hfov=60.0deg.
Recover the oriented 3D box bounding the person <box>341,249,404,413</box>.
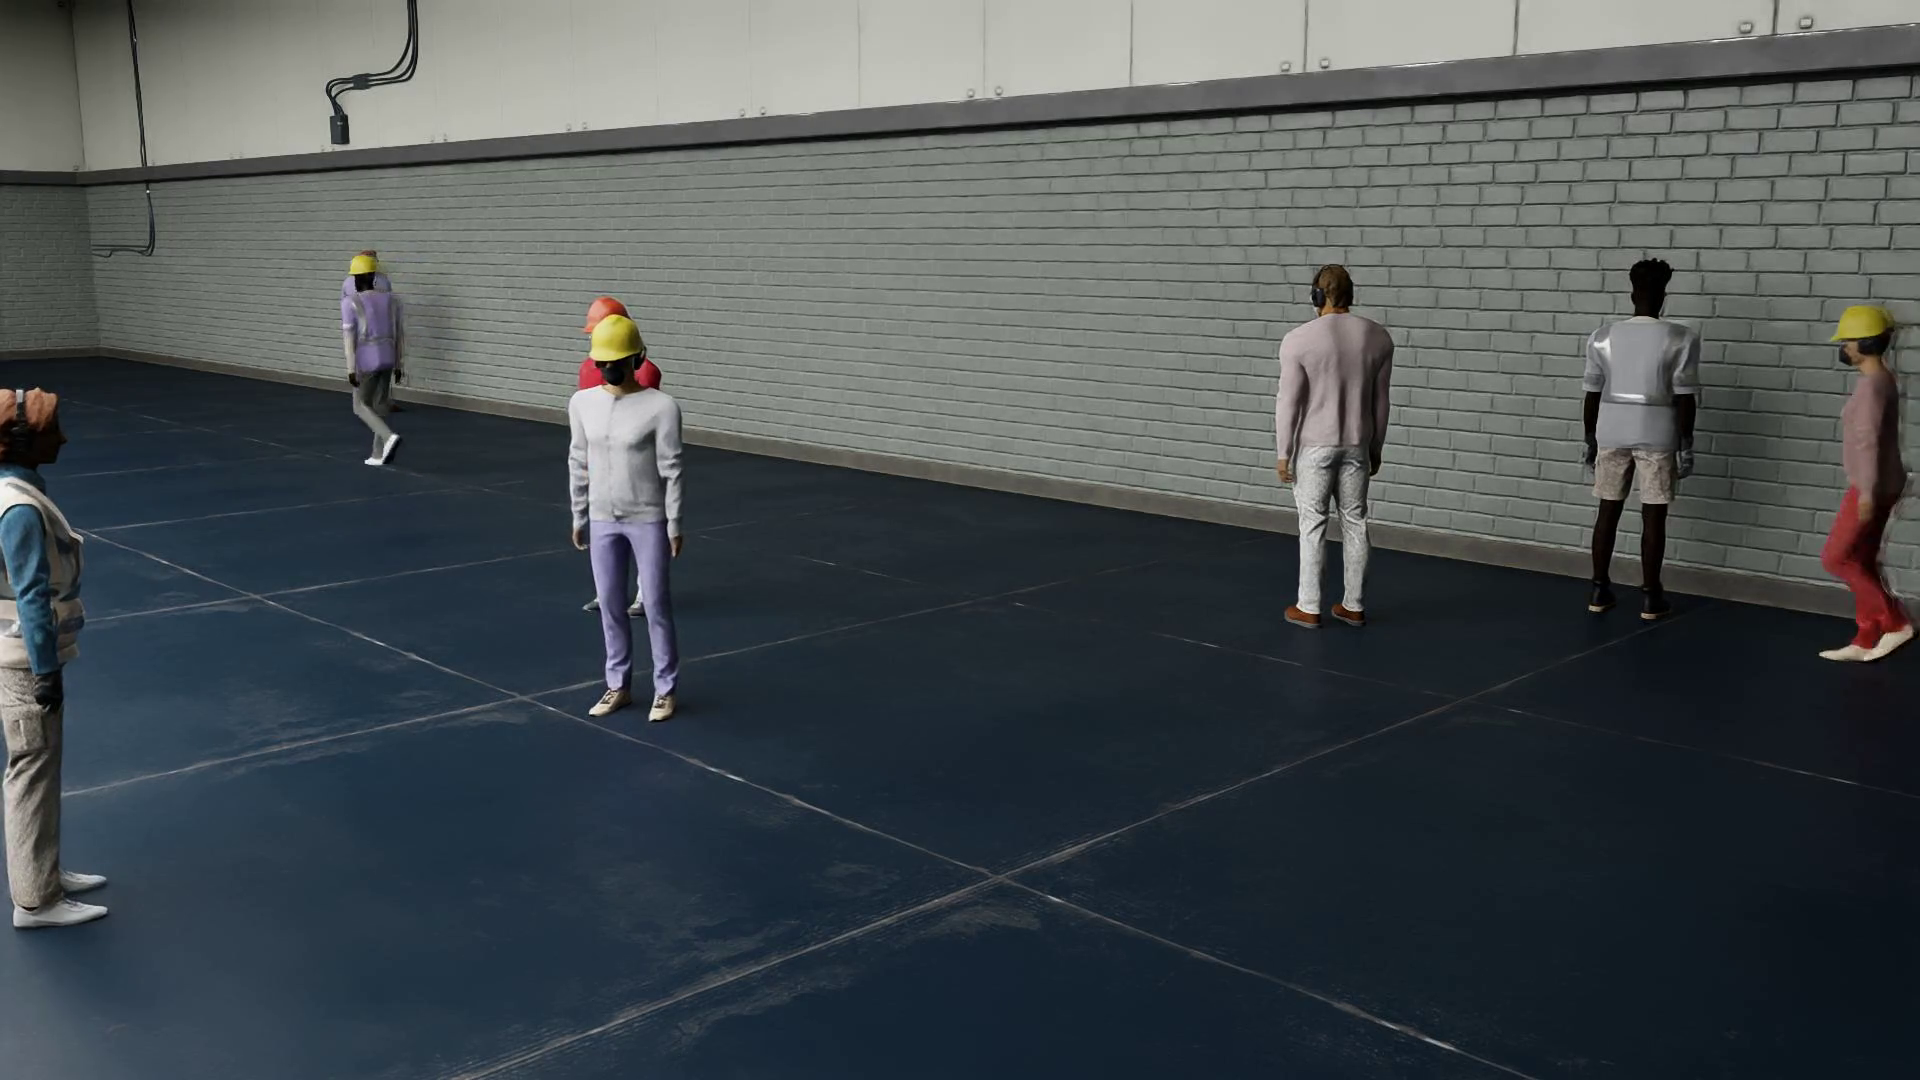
[{"bbox_3d":[-6.873,-2.437,19.496,0.638,1.911,0.402,3,11,14],"label":"person"}]

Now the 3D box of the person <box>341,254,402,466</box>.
[{"bbox_3d":[-5.204,-1.584,14.849,0.559,1.911,0.590,8,13,36],"label":"person"}]

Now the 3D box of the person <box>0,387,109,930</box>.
[{"bbox_3d":[-2.796,0.356,5.025,0.315,1.629,0.509,-7,12,-32],"label":"person"}]

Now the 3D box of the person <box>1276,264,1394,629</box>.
[{"bbox_3d":[1.962,-0.483,8.797,0.630,1.931,0.372,-2,11,-12],"label":"person"}]

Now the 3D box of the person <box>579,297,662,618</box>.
[{"bbox_3d":[-1.880,-0.448,9.098,0.569,1.744,0.351,7,12,32],"label":"person"}]

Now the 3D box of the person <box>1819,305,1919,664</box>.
[{"bbox_3d":[4.328,-0.242,7.965,0.439,1.744,0.579,6,12,31],"label":"person"}]

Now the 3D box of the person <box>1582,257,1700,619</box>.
[{"bbox_3d":[3.698,-0.549,9.077,0.607,1.959,0.369,9,14,40],"label":"person"}]

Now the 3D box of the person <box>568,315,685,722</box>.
[{"bbox_3d":[-1.420,-0.078,7.079,0.526,1.751,0.377,3,11,17],"label":"person"}]
